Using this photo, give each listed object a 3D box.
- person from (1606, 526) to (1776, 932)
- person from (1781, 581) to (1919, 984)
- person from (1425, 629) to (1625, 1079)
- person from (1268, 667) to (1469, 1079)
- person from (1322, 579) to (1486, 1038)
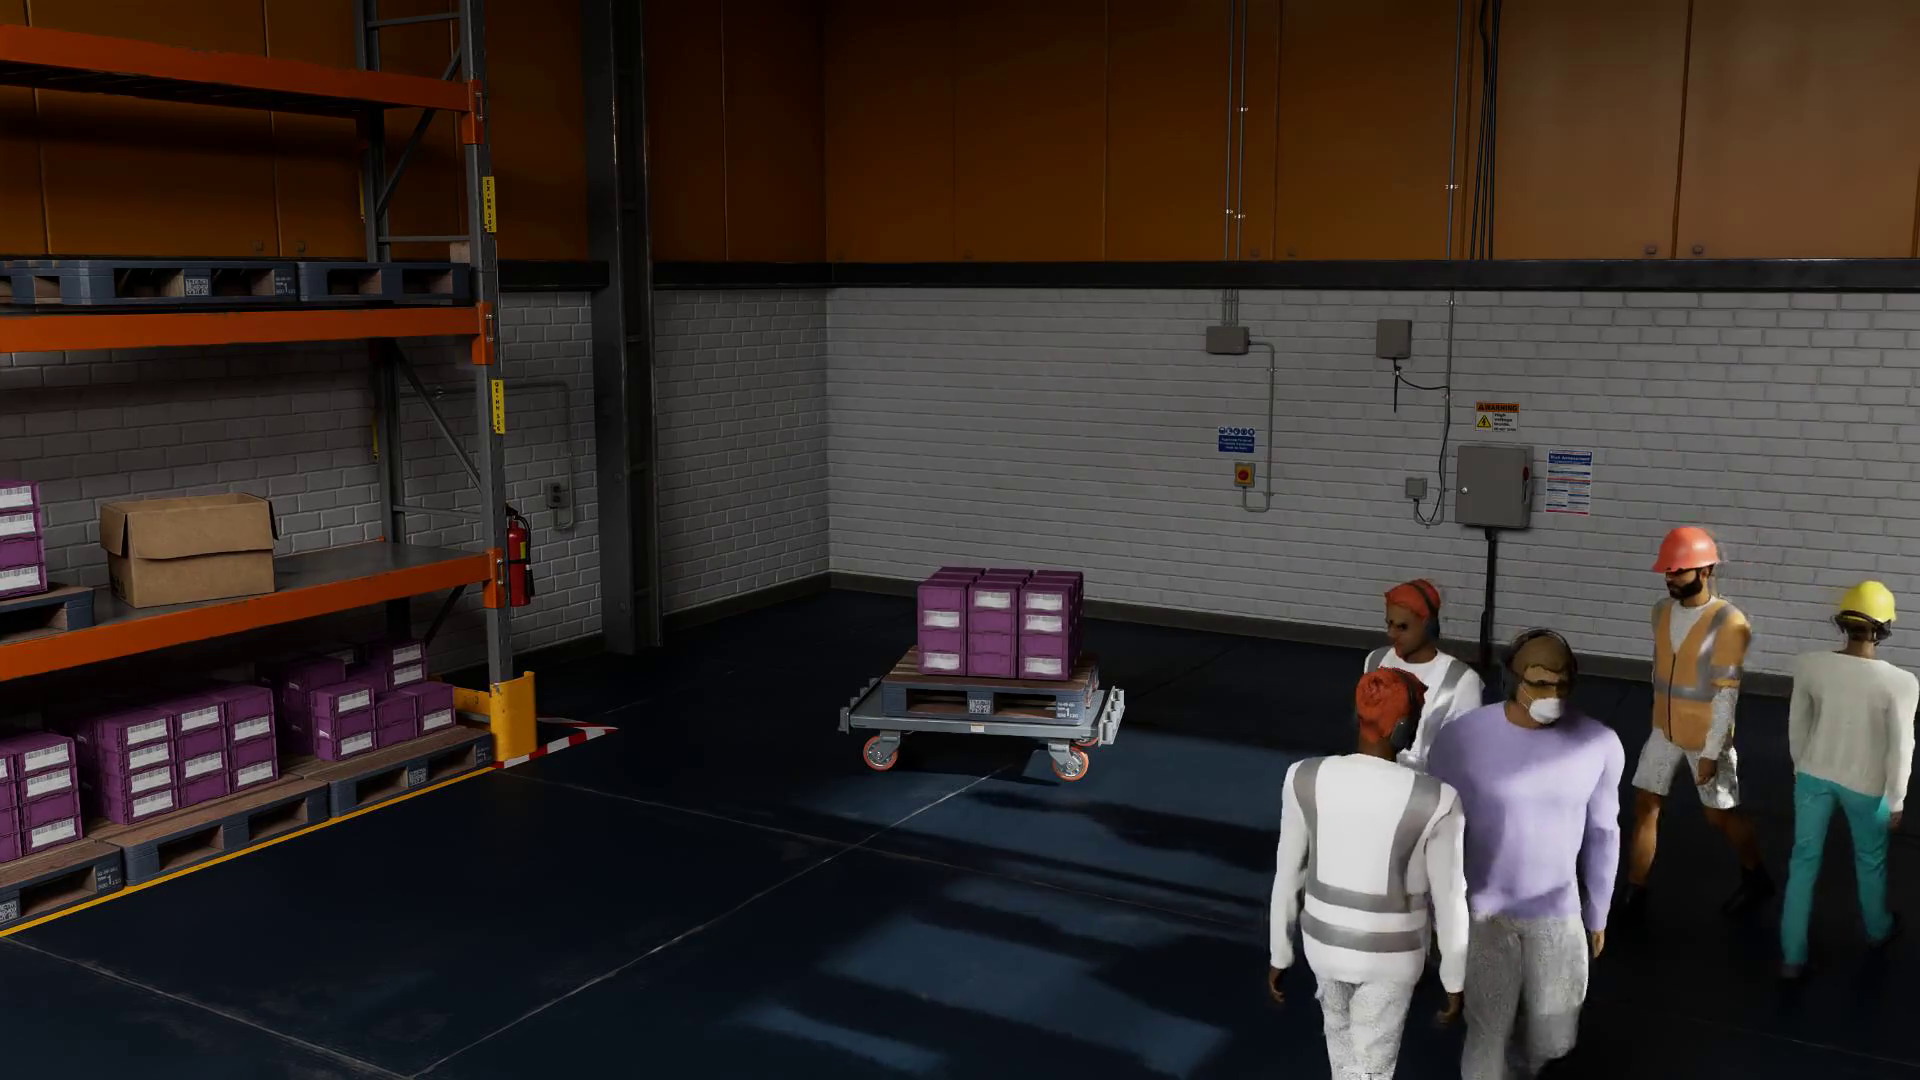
[{"bbox_3d":[3.425,0.866,7.690,0.932,1.902,0.542,-4,10,-25],"label":"person"},{"bbox_3d":[3.853,1.026,7.199,0.902,1.718,0.537,-8,12,-42],"label":"person"},{"bbox_3d":[1.824,1.206,5.479,0.644,1.921,0.633,0,9,2],"label":"person"},{"bbox_3d":[1.260,1.299,5.173,0.592,1.841,1.002,6,11,34],"label":"person"},{"bbox_3d":[1.879,1.053,6.685,0.908,1.852,0.582,-7,11,-36],"label":"person"}]
